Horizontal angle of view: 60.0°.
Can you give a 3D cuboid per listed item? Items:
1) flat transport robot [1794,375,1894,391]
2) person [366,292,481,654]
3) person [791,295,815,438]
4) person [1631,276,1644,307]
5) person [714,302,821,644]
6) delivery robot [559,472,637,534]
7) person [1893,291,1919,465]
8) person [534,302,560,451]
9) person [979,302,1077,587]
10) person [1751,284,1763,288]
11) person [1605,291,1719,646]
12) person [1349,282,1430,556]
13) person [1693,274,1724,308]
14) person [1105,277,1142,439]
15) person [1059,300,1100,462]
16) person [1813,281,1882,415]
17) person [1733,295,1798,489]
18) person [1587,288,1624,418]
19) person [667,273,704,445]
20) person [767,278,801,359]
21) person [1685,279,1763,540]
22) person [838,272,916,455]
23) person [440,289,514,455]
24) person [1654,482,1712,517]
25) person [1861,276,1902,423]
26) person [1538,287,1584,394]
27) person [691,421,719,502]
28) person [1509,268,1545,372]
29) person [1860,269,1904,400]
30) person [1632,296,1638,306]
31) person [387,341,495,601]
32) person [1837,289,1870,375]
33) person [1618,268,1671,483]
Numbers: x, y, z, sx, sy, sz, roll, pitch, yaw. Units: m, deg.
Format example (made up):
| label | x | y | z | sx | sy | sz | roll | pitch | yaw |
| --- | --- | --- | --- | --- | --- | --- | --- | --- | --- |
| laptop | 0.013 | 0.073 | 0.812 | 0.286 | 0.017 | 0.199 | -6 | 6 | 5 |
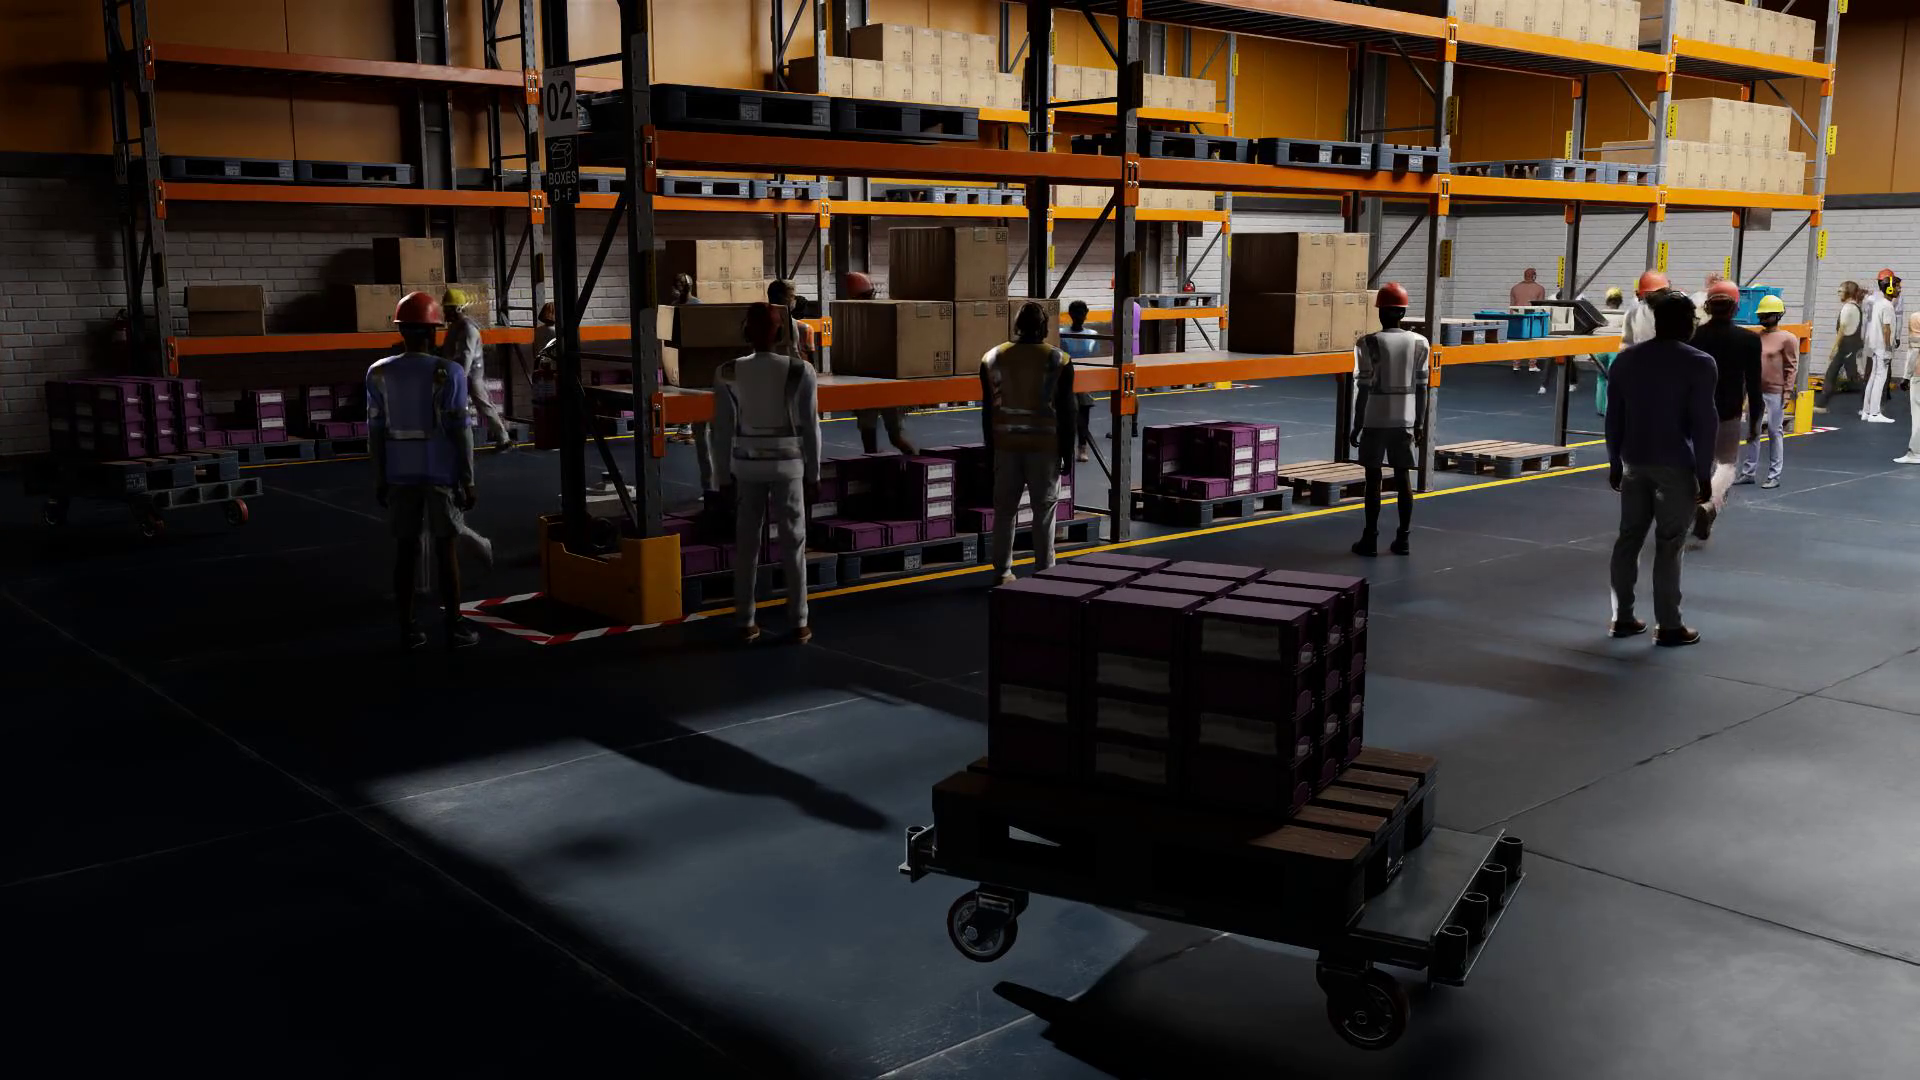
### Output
| label | x | y | z | sx | sy | sz | roll | pitch | yaw |
| --- | --- | --- | --- | --- | --- | --- | --- | --- | --- |
| flat transport robot | 13.966 | -2.489 | 26.286 | 1.431 | 0.197 | 0.652 | -4 | 10 | -22 |
| person | -2.861 | -0.352 | 8.905 | 0.553 | 1.934 | 0.364 | 0 | 10 | 2 |
| person | -1.840 | -1.887 | 18.629 | 0.537 | 1.690 | 0.322 | 7 | 12 | 34 |
| person | 9.124 | -2.544 | 21.950 | 0.598 | 1.873 | 0.974 | -7 | 12 | -34 |
| person | -1.050 | -0.357 | 9.110 | 0.578 | 1.879 | 0.343 | 1 | 10 | 4 |
| delivery robot | -2.536 | -0.250 | 12.073 | 0.707 | 0.478 | 0.477 | -9 | 13 | -42 |
| person | 9.867 | -1.723 | 16.962 | 0.588 | 1.927 | 0.370 | -3 | 10 | -15 |
| person | -4.474 | -1.788 | 18.228 | 0.493 | 1.625 | 0.282 | 8 | 12 | 39 |
| person | 0.440 | -0.581 | 10.552 | 0.621 | 1.837 | 0.429 | 3 | 10 | 17 |
| person | 10.325 | -2.446 | 21.663 | 0.523 | 1.769 | 0.317 | 4 | 11 | 23 |
| person | 3.839 | -0.391 | 9.133 | 0.351 | 1.936 | 0.634 | -7 | 12 | -34 |
| person | 3.029 | -0.847 | 11.801 | 0.552 | 1.937 | 0.356 | -1 | 10 | -8 |
| person | 10.540 | -2.810 | 23.532 | 0.479 | 1.881 | 0.743 | -1 | 10 | -8 |
| person | 1.894 | -2.139 | 19.377 | 0.375 | 1.934 | 0.547 | 6 | 12 | 33 |
| person | 1.190 | -1.666 | 17.316 | 0.538 | 1.682 | 0.518 | -1 | 10 | -8 |
| person | 11.917 | -2.563 | 22.267 | 0.943 | 1.806 | 0.531 | 7 | 12 | 35 |
| person | 7.396 | -1.357 | 15.288 | 0.310 | 1.768 | 0.533 | -5 | 11 | -29 |
| person | 8.539 | -2.443 | 21.859 | 0.549 | 1.696 | 0.798 | 8 | 12 | 38 |
| person | -3.081 | -2.043 | 18.796 | 0.635 | 1.937 | 0.354 | 9 | 13 | 43 |
| person | -1.552 | -1.259 | 14.223 | 0.373 | 1.936 | 0.627 | -8 | 12 | -37 |
| person | 5.604 | -0.953 | 12.360 | 0.636 | 1.963 | 0.846 | 7 | 12 | 36 |
| person | -0.662 | -1.264 | 14.057 | 0.660 | 2.000 | 0.814 | 6 | 12 | 33 |
| person | -5.196 | -1.750 | 17.564 | 0.958 | 1.789 | 0.586 | -9 | 13 | -43 |
| person | 5.794 | -0.960 | 13.412 | 0.599 | 1.619 | 0.539 | 0 | 10 | -2 |
| person | 11.850 | -2.443 | 21.345 | 0.311 | 1.869 | 0.532 | 2 | 10 | 11 |
| person | 9.386 | -3.194 | 25.802 | 0.604 | 1.866 | 0.947 | 8 | 13 | 39 |
| person | -2.182 | -1.116 | 14.311 | 0.523 | 1.618 | 0.438 | 2 | 10 | 10 |
| person | 10.469 | -4.051 | 30.656 | 0.655 | 1.904 | 0.407 | 8 | 12 | 38 |
| person | 13.646 | -3.044 | 24.661 | 0.550 | 1.935 | 0.376 | 5 | 11 | 26 |
| person | 10.047 | -2.932 | 24.144 | 0.628 | 1.910 | 0.673 | 4 | 11 | 23 |
| person | -3.281 | -0.443 | 10.378 | 0.540 | 1.619 | 0.630 | 6 | 11 | 29 |
| person | 14.310 | -3.174 | 26.417 | 0.860 | 1.587 | 0.545 | 7 | 12 | 36 |
| person | 6.498 | -1.526 | 15.569 | 0.649 | 2.032 | 0.609 | 7 | 12 | 37 |
